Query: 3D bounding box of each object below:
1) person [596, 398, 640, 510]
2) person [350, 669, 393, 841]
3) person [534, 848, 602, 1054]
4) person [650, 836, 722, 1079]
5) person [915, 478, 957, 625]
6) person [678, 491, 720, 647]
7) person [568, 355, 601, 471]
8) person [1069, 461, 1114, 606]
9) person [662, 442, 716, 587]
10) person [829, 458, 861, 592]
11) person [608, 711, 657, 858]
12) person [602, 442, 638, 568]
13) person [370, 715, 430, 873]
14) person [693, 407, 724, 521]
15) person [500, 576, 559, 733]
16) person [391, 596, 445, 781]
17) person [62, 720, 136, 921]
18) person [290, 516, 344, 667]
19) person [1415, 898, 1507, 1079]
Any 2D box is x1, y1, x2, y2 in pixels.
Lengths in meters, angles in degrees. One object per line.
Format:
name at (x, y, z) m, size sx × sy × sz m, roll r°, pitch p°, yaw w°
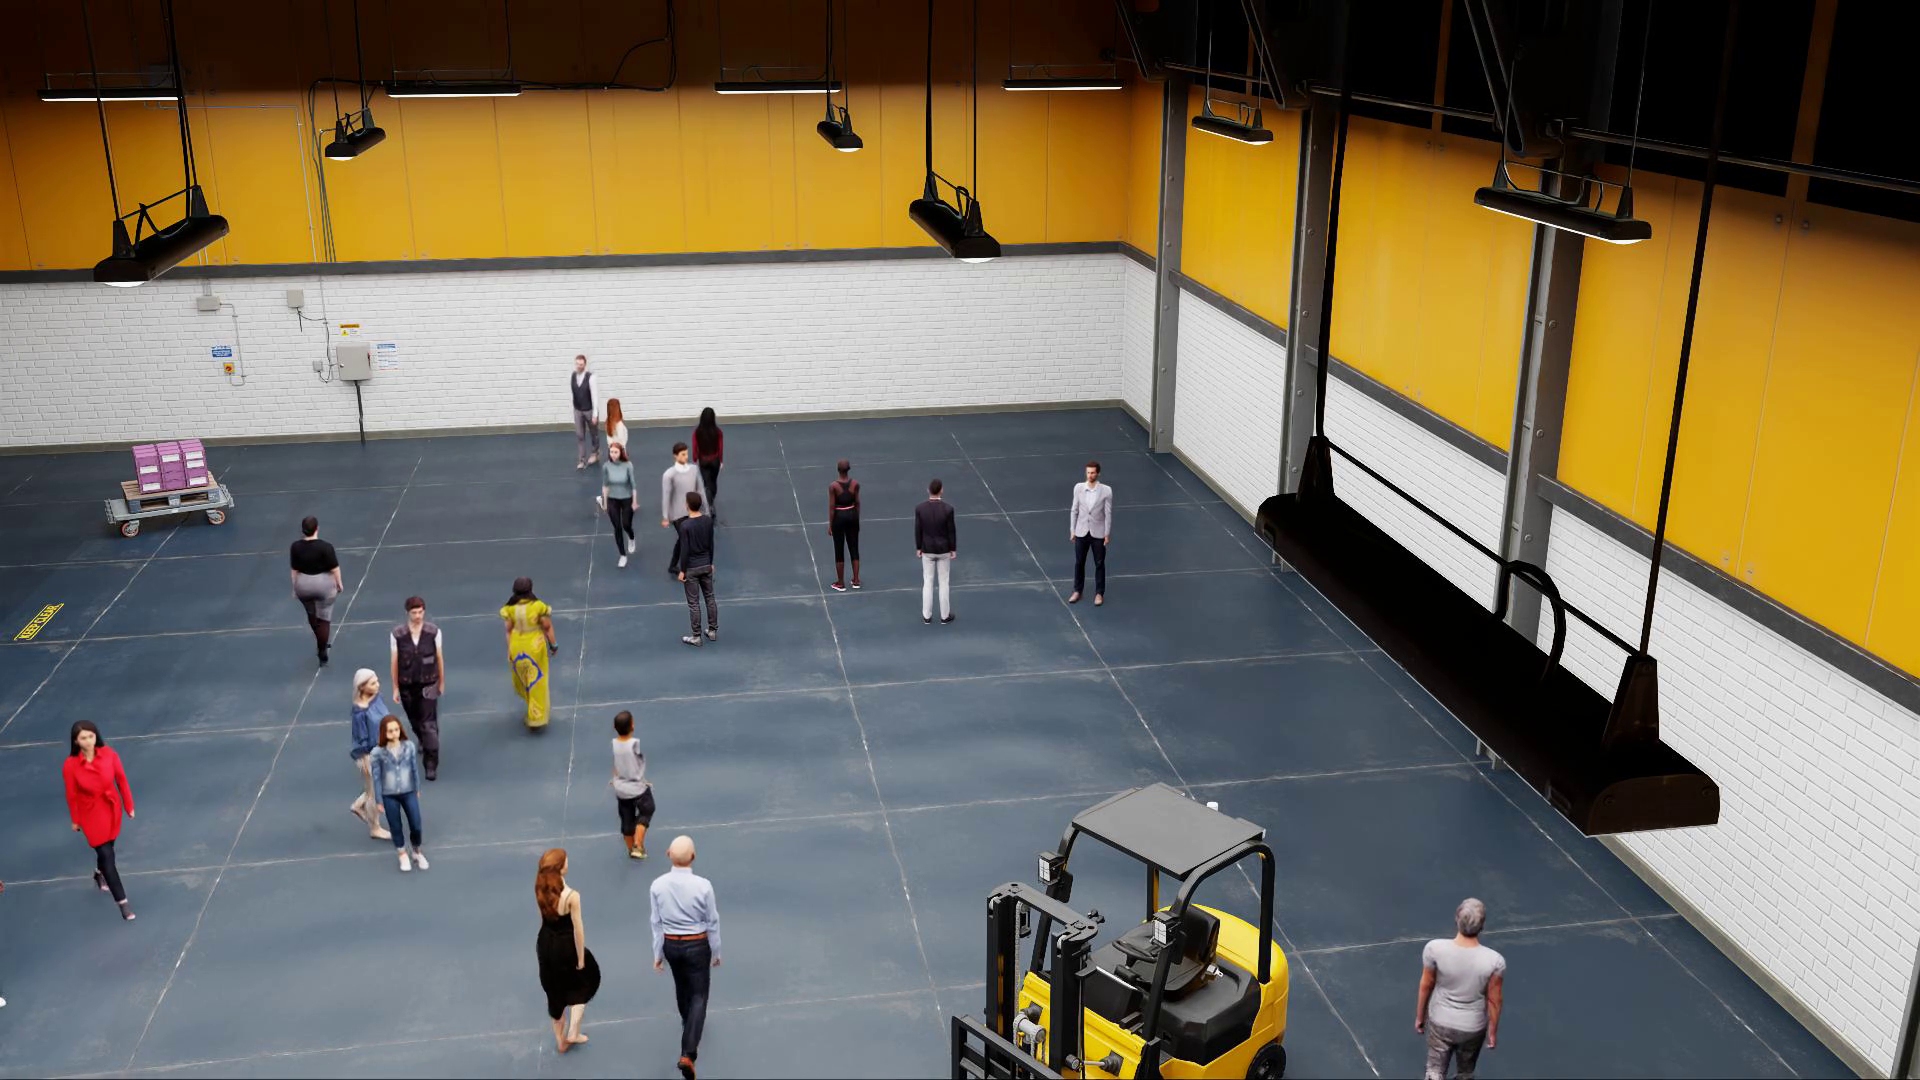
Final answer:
person at (-5.108, -1.209, 24.493) m, size 0.913 × 1.706 × 0.955 m, roll -13°, pitch 22°, yaw -33°
person at (-5.444, 1.953, 15.140) m, size 0.819 × 1.683 × 0.788 m, roll 3°, pitch 19°, yaw 10°
person at (-2.943, 3.025, 12.071) m, size 0.695 × 1.611 × 0.750 m, roll 7°, pitch 20°, yaw 21°
person at (-1.970, 2.997, 11.912) m, size 0.843 × 1.765 × 1.227 m, roll 1°, pitch 19°, yaw 4°
person at (-0.296, 0.133, 20.294) m, size 0.724 × 1.843 × 0.685 m, roll 3°, pitch 19°, yaw 10°
person at (-3.097, 0.328, 19.671) m, size 0.721 × 1.870 × 0.738 m, roll -17°, pitch 25°, yaw -41°
person at (-6.029, -2.089, 26.851) m, size 0.931 × 1.869 × 1.321 m, roll 4°, pitch 19°, yaw 12°
person at (1.657, -0.111, 21.003) m, size 0.765 × 1.853 × 0.754 m, roll 6°, pitch 20°, yaw 17°
person at (-3.651, -0.340, 21.661) m, size 1.339 × 1.867 × 1.240 m, roll 15°, pitch 24°, yaw 37°
person at (-1.480, -0.212, 21.450) m, size 0.627 × 1.758 × 0.604 m, roll -8°, pitch 20°, yaw -23°
person at (-2.959, 2.177, 14.837) m, size 0.669 × 1.452 × 0.696 m, roll 2°, pitch 19°, yaw 7°
person at (-4.548, -0.504, 22.359) m, size 0.683 × 1.732 × 0.819 m, roll 1°, pitch 19°, yaw 3°
person at (-4.989, 2.215, 14.698) m, size 0.644 × 1.468 × 0.659 m, roll -11°, pitch 21°, yaw -29°
person at (-3.654, -1.084, 24.257) m, size 0.636 × 1.619 × 1.047 m, roll -5°, pitch 19°, yaw -14°
person at (-4.536, 1.221, 17.420) m, size 0.940 × 1.616 × 1.247 m, roll 1°, pitch 19°, yaw 2°
person at (-5.393, 1.410, 16.549) m, size 0.722 × 1.812 × 1.196 m, roll -4°, pitch 19°, yaw -12°
person at (-7.273, 2.313, 14.032) m, size 1.154 × 1.707 × 1.014 m, roll 17°, pitch 25°, yaw 42°
person at (-7.396, 0.614, 19.031) m, size 0.761 × 1.738 × 0.872 m, roll 0°, pitch 19°, yaw 1°
person at (3.295, 3.259, 11.063) m, size 1.034 × 1.810 × 1.190 m, roll 7°, pitch 20°, yaw 21°
